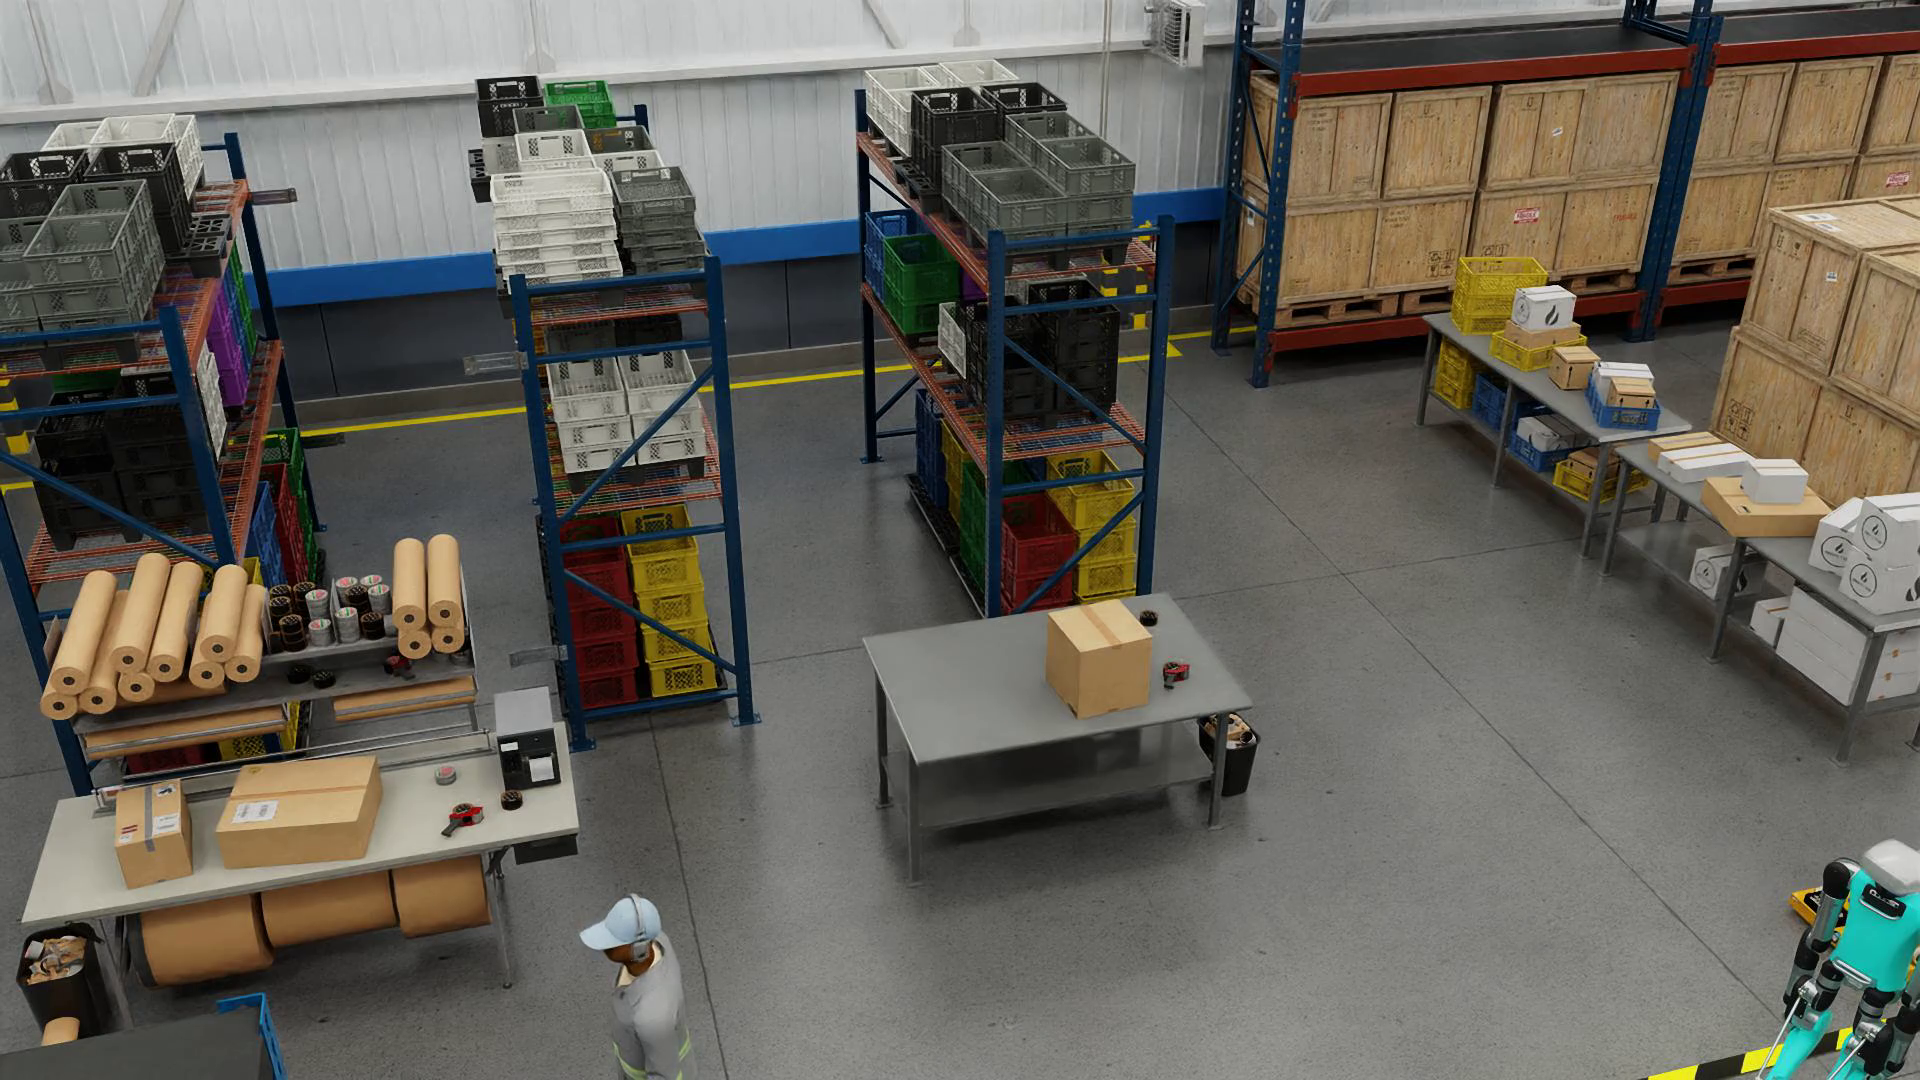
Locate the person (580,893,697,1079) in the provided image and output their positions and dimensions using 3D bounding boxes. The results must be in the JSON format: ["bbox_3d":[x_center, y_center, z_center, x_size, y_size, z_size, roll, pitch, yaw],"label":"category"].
[{"bbox_3d":[-1.235,2.145,6.615,0.368,1.852,0.592,-8,30,-14],"label":"person"}]

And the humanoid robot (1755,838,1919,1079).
[{"bbox_3d":[3.519,2.030,6.803,0.735,1.677,0.533,-18,34,-29],"label":"humanoid robot"}]

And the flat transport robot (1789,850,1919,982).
[{"bbox_3d":[5.163,1.916,8.676,1.431,0.231,0.659,-8,30,-14],"label":"flat transport robot"}]
